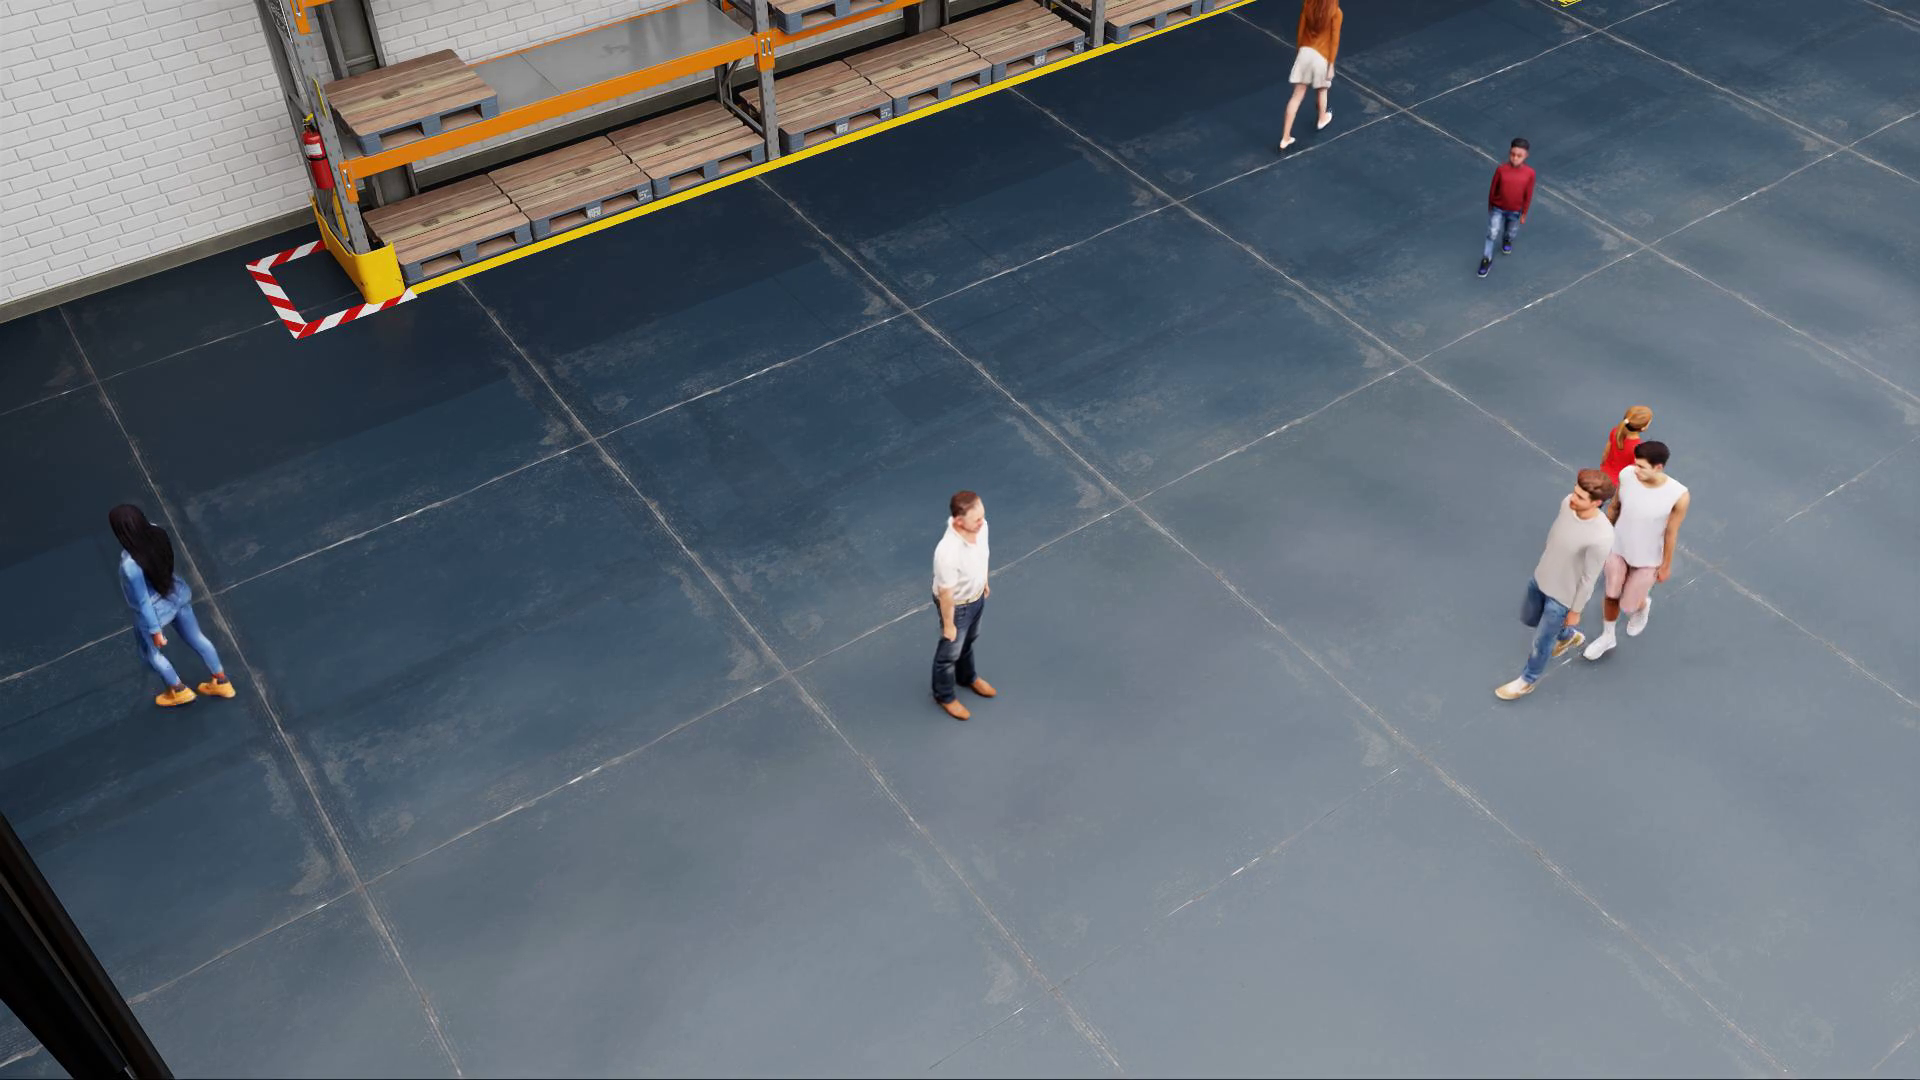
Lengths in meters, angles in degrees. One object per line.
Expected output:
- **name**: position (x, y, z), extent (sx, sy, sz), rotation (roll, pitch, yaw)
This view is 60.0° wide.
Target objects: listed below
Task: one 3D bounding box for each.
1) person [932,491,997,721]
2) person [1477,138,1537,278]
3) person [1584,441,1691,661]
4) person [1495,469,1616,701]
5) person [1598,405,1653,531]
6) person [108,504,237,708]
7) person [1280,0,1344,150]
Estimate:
- **person**: position (-0.018, 0.369, 10.513), extent (0.801, 1.849, 0.668), rotation (24, 49, 23)
- **person**: position (4.761, -2.922, 14.411), extent (0.769, 1.239, 0.886), rotation (15, 46, 15)
- **person**: position (4.493, 0.037, 10.934), extent (0.850, 1.750, 0.738), rotation (-34, 53, -30)
- **person**: position (3.893, 0.280, 10.578), extent (0.990, 1.890, 0.825), rotation (-12, 45, -12)
- **person**: position (4.619, -0.420, 11.732), extent (0.519, 1.311, 0.505), rotation (-20, 47, -20)
- **person**: position (-4.948, 0.441, 10.546), extent (0.893, 1.701, 0.834), rotation (4, 44, 4)
- **person**: position (3.306, -4.497, 15.746), extent (0.864, 1.677, 1.172), rotation (28, 50, 26)
